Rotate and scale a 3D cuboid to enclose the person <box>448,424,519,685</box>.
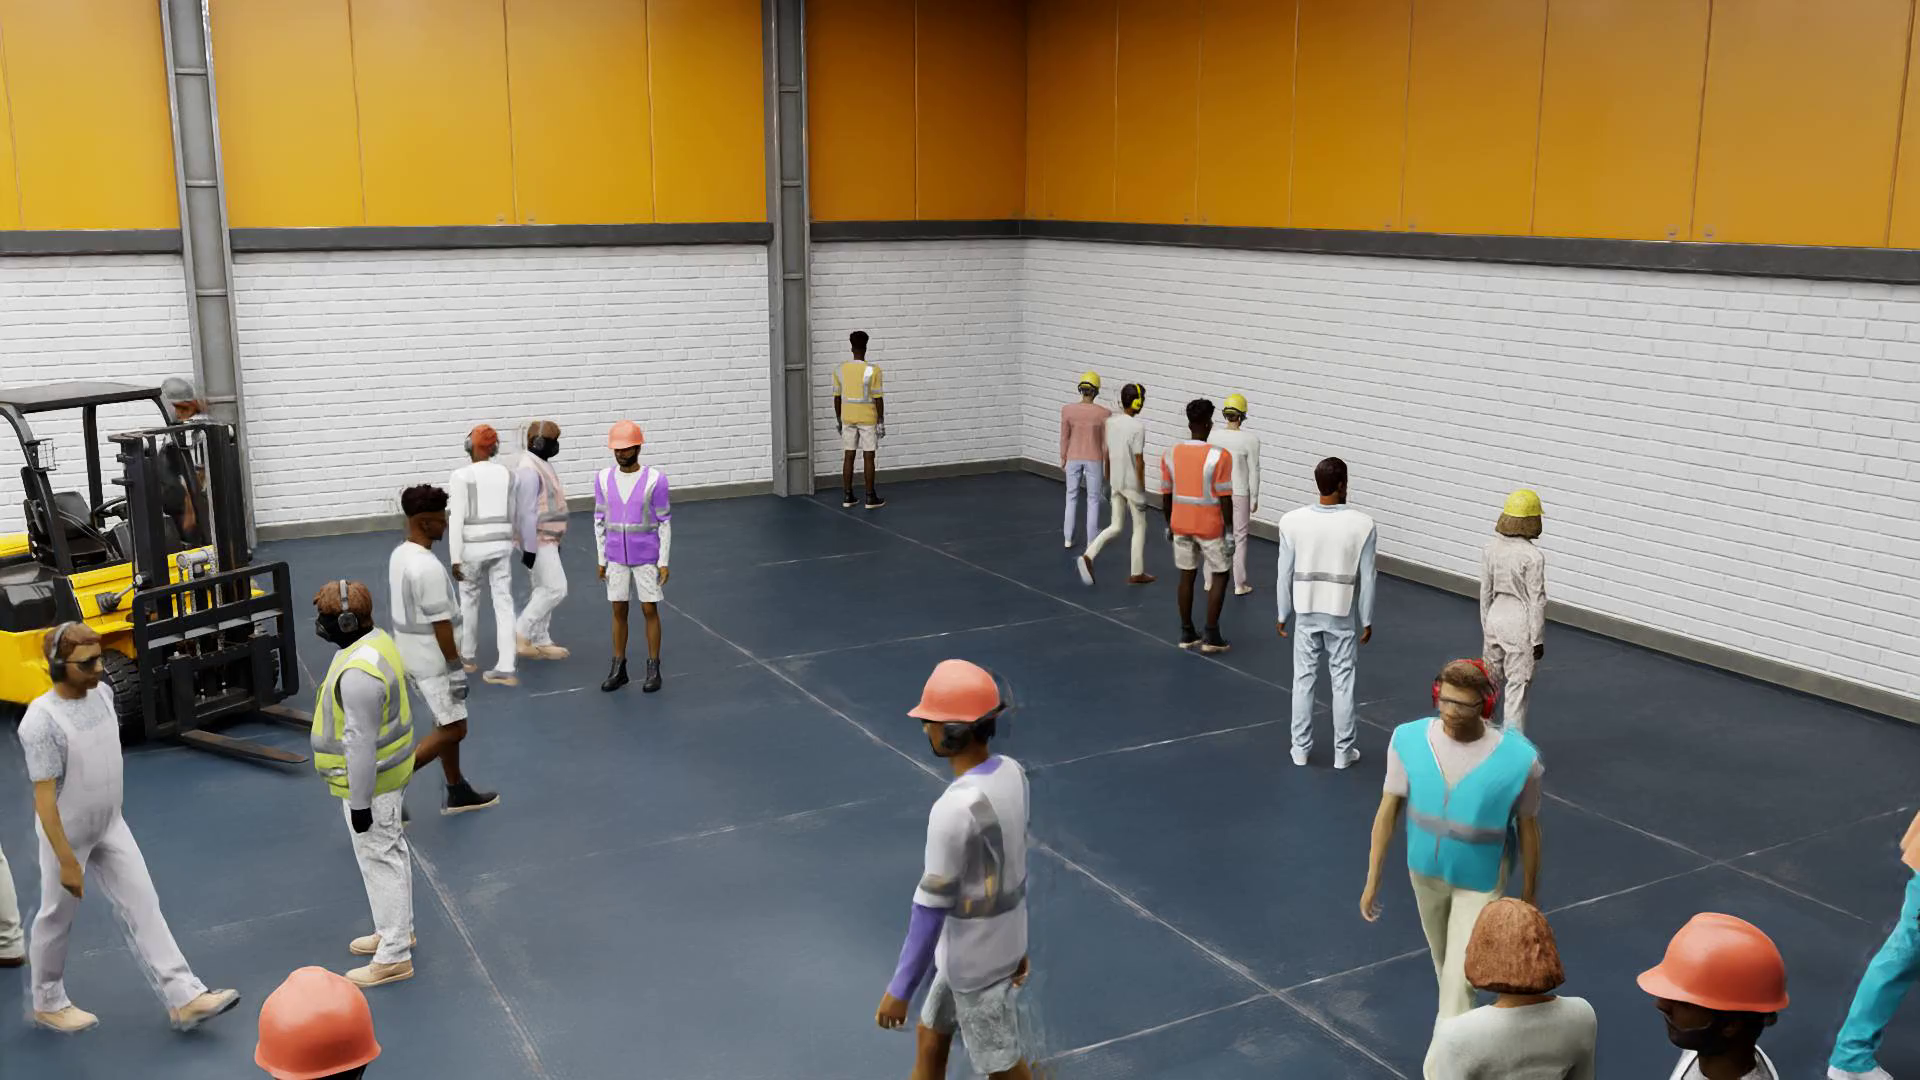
[{"bbox_3d":[-3.452,0.087,12.014,0.606,1.840,0.866,-11,16,-41],"label":"person"}]

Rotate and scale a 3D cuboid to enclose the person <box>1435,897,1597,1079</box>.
[{"bbox_3d":[1.508,1.777,4.614,0.502,1.627,0.272,-4,13,-16],"label":"person"}]

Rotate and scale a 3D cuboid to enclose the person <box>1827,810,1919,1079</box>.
[{"bbox_3d":[3.908,1.298,6.330,0.981,1.844,0.604,6,13,25],"label":"person"}]

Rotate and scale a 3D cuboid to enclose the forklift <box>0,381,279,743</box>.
[{"bbox_3d":[-5.853,0.085,11.199,2.313,2.155,1.214,7,14,28],"label":"forklift"}]

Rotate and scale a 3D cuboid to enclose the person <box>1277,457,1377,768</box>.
[{"bbox_3d":[2.225,0.451,10.146,0.589,1.915,0.398,4,13,20],"label":"person"}]

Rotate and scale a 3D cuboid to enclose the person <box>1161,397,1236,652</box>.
[{"bbox_3d":[1.824,-0.109,12.667,0.664,1.959,0.420,10,15,38],"label":"person"}]

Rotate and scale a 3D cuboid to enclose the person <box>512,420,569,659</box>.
[{"bbox_3d":[-3.136,0.007,12.440,0.434,1.820,0.640,-1,12,-7],"label":"person"}]

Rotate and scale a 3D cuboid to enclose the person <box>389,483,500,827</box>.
[{"bbox_3d":[-2.940,0.642,9.170,0.690,1.940,0.628,-7,14,-31],"label":"person"}]

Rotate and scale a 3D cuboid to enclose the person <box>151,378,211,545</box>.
[{"bbox_3d":[-6.233,-0.313,13.426,0.536,2.000,0.710,-8,14,-33],"label":"person"}]

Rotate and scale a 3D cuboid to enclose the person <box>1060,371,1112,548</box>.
[{"bbox_3d":[1.238,-0.771,16.258,0.532,1.756,0.338,4,13,17],"label":"person"}]

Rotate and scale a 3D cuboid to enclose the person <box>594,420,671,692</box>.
[{"bbox_3d":[-2.298,0.115,11.665,0.547,1.939,0.376,2,12,9],"label":"person"}]

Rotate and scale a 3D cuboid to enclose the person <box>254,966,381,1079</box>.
[{"bbox_3d":[-1.318,1.839,3.584,0.374,1.935,0.552,11,16,41],"label":"person"}]

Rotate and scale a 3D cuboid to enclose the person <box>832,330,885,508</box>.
[{"bbox_3d":[-1.100,-1.331,18.373,0.613,1.965,0.361,5,13,23],"label":"person"}]

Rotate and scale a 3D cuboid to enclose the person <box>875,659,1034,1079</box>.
[{"bbox_3d":[0.023,1.382,5.614,1.050,1.987,0.632,4,13,16],"label":"person"}]

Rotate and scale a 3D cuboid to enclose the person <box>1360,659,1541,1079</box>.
[{"bbox_3d":[1.876,1.317,6.369,0.577,1.784,1.025,9,15,36],"label":"person"}]

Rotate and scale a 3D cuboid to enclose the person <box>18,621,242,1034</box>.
[{"bbox_3d":[-3.514,1.217,6.822,0.959,1.793,0.541,3,12,12],"label":"person"}]

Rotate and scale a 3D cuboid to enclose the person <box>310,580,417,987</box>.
[{"bbox_3d":[-2.663,1.070,7.453,0.431,1.835,0.623,-3,12,-15],"label":"person"}]

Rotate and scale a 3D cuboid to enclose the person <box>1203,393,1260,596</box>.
[{"bbox_3d":[2.369,-0.400,14.514,0.521,1.758,0.349,7,14,30],"label":"person"}]

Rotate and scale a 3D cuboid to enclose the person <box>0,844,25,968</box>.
[{"bbox_3d":[-4.476,1.071,7.323,0.407,1.889,0.649,-1,12,-6],"label":"person"}]

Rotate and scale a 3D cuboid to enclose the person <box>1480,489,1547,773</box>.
[{"bbox_3d":[3.358,0.551,10.081,0.295,1.744,0.484,-6,14,-27],"label":"person"}]

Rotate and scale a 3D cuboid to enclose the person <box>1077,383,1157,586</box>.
[{"bbox_3d":[1.412,-0.468,14.689,0.775,1.829,0.529,-9,15,-36],"label":"person"}]

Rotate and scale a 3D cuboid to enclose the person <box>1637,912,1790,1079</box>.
[{"bbox_3d":[1.706,1.781,3.857,0.375,1.939,0.546,2,12,10],"label":"person"}]
